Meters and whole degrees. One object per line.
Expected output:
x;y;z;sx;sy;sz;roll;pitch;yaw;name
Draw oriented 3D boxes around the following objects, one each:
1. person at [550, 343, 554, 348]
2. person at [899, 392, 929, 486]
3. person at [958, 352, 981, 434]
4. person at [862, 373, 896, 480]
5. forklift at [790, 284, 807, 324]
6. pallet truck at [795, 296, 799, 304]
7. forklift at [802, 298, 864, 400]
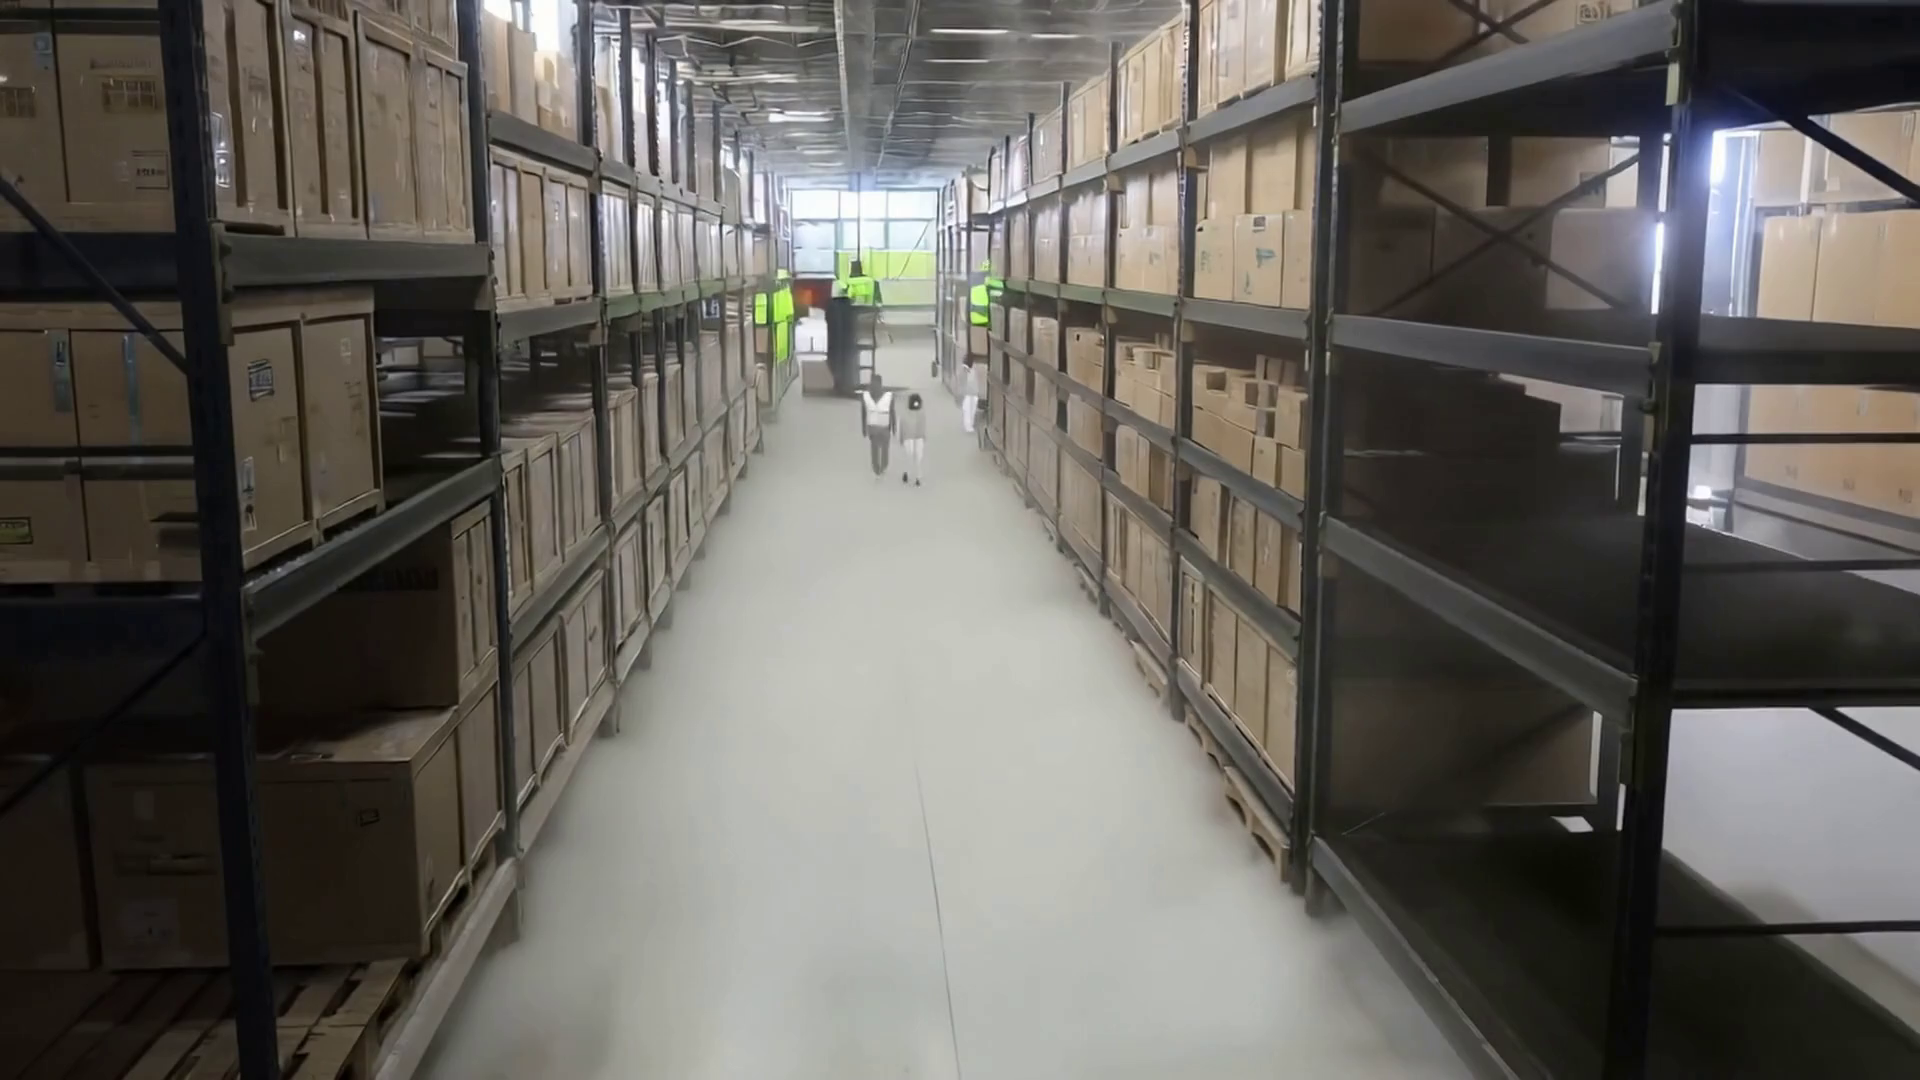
-10.548;-4.289;42.657;0.617;2.021;0.758;-1;10;-8;person
-0.776;-1.726;28.516;0.520;1.619;0.356;-5;11;-28;person
0.235;-3.278;37.176;0.432;1.839;0.634;8;12;40;person
-1.435;-1.993;29.296;0.605;1.897;0.472;1;10;6;person
-7.411;-10.137;75.020;1.129;2.768;1.873;2;10;11;forklift
-8.622;-12.439;91.403;1.885;1.965;0.823;2;10;13;pallet truck
-3.394;-5.362;46.495;1.873;2.768;1.129;4;10;22;forklift
